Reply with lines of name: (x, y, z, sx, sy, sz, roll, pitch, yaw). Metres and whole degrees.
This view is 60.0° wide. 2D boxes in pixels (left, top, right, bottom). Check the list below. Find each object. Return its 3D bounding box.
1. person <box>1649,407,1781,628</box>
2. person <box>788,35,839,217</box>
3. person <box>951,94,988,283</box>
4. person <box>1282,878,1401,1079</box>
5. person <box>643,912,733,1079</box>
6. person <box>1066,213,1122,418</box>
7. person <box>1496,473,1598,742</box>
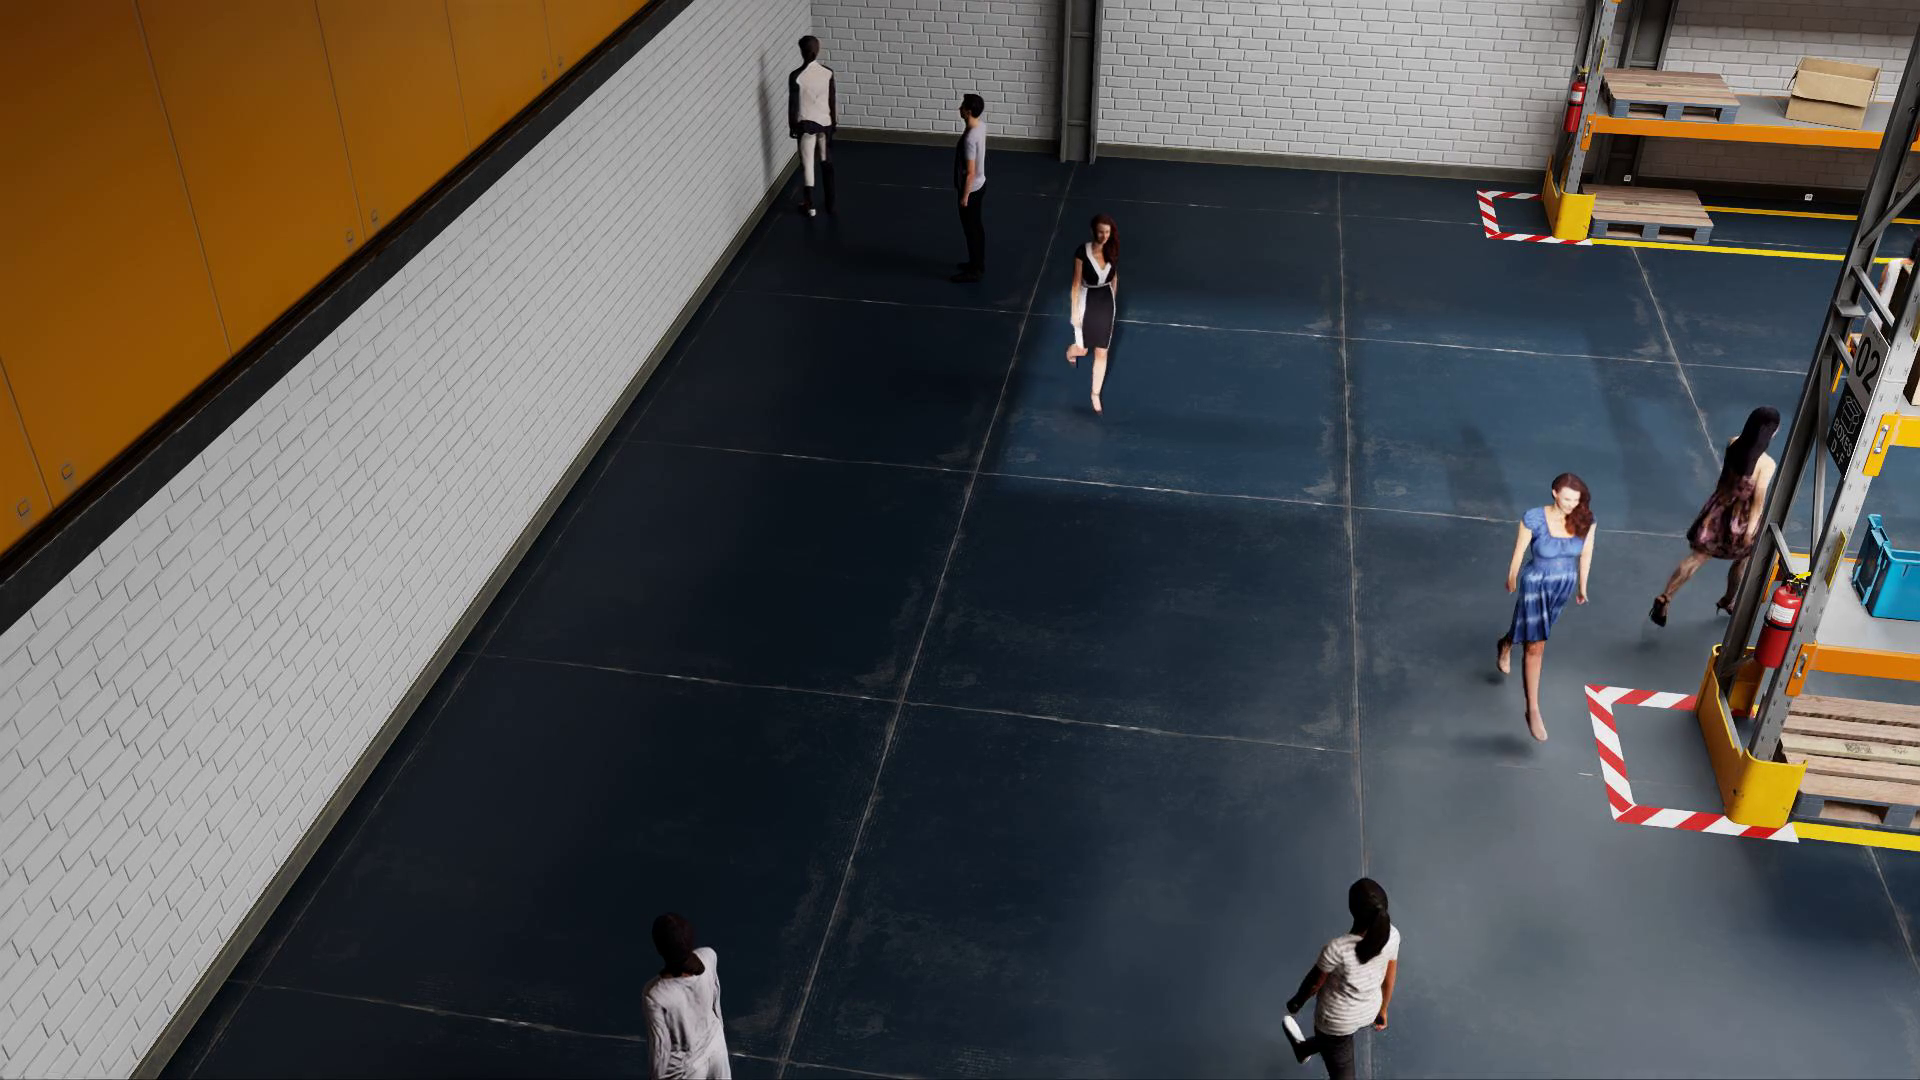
person: (5.182, -0.101, 11.326, 1.208, 1.743, 1.029, -15, 36, -21)
person: (-1.551, -4.385, 17.638, 0.720, 1.890, 0.835, -13, 36, -18)
person: (0.121, -3.436, 16.234, 0.560, 1.863, 0.674, 8, 34, 12)
person: (1.864, 2.311, 7.838, 1.061, 1.588, 1.033, -15, 37, -22)
person: (-1.217, 2.360, 7.595, 0.682, 1.773, 0.668, 24, 41, 32)
person: (1.096, -1.955, 14.082, 1.007, 1.779, 0.959, -12, 35, -17)
person: (3.715, 0.318, 10.686, 1.169, 1.753, 0.931, -4, 34, -6)
